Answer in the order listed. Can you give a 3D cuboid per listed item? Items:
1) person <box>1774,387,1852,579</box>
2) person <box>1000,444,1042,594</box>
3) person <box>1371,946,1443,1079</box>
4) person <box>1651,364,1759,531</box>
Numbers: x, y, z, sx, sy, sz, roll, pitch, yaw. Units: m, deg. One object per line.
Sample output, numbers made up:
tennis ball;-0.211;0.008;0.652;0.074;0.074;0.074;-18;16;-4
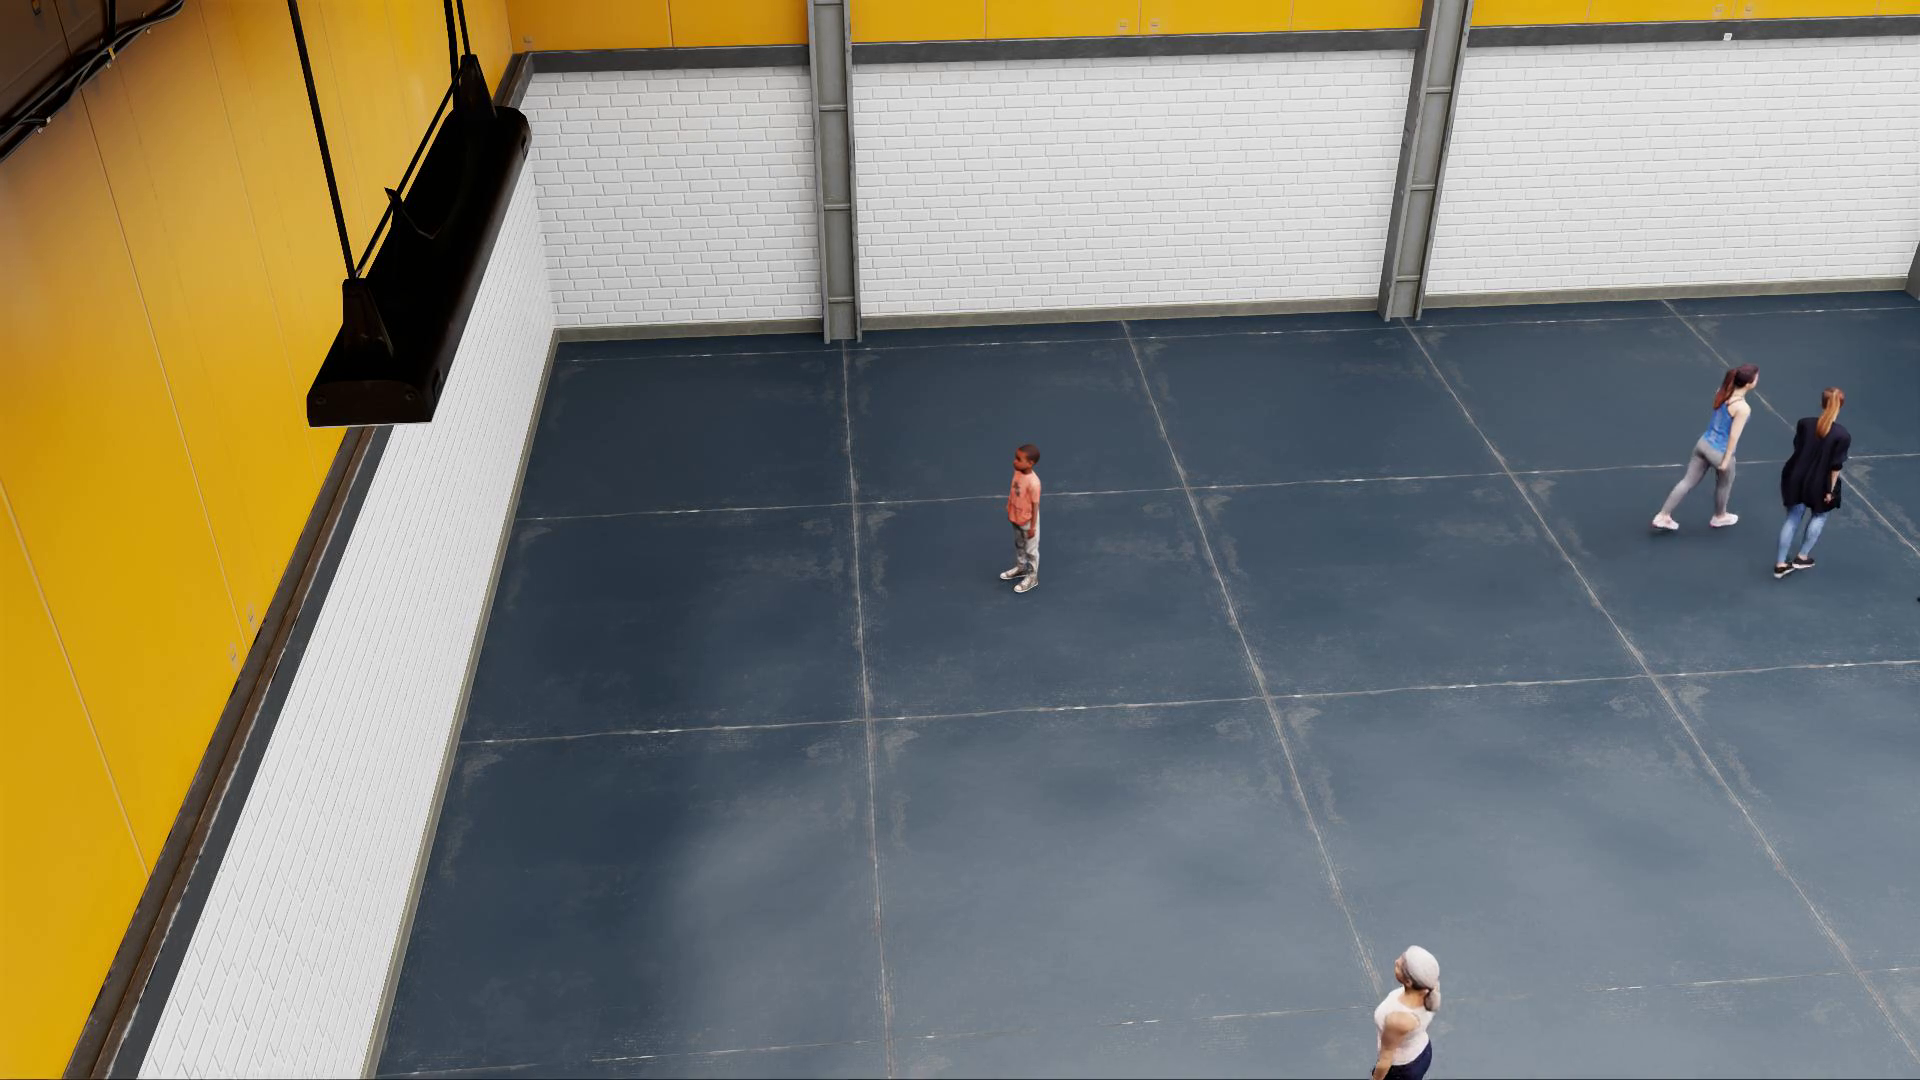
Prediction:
person;6.810;-0.425;13.439;0.865;1.661;0.801;-21;39;-28
person;0.534;-0.200;13.417;0.572;1.310;0.554;-15;37;-22
person;2.357;2.767;8.604;0.875;1.697;0.814;25;41;33
person;6.282;-0.728;13.975;1.088;1.571;0.720;-8;34;-12
